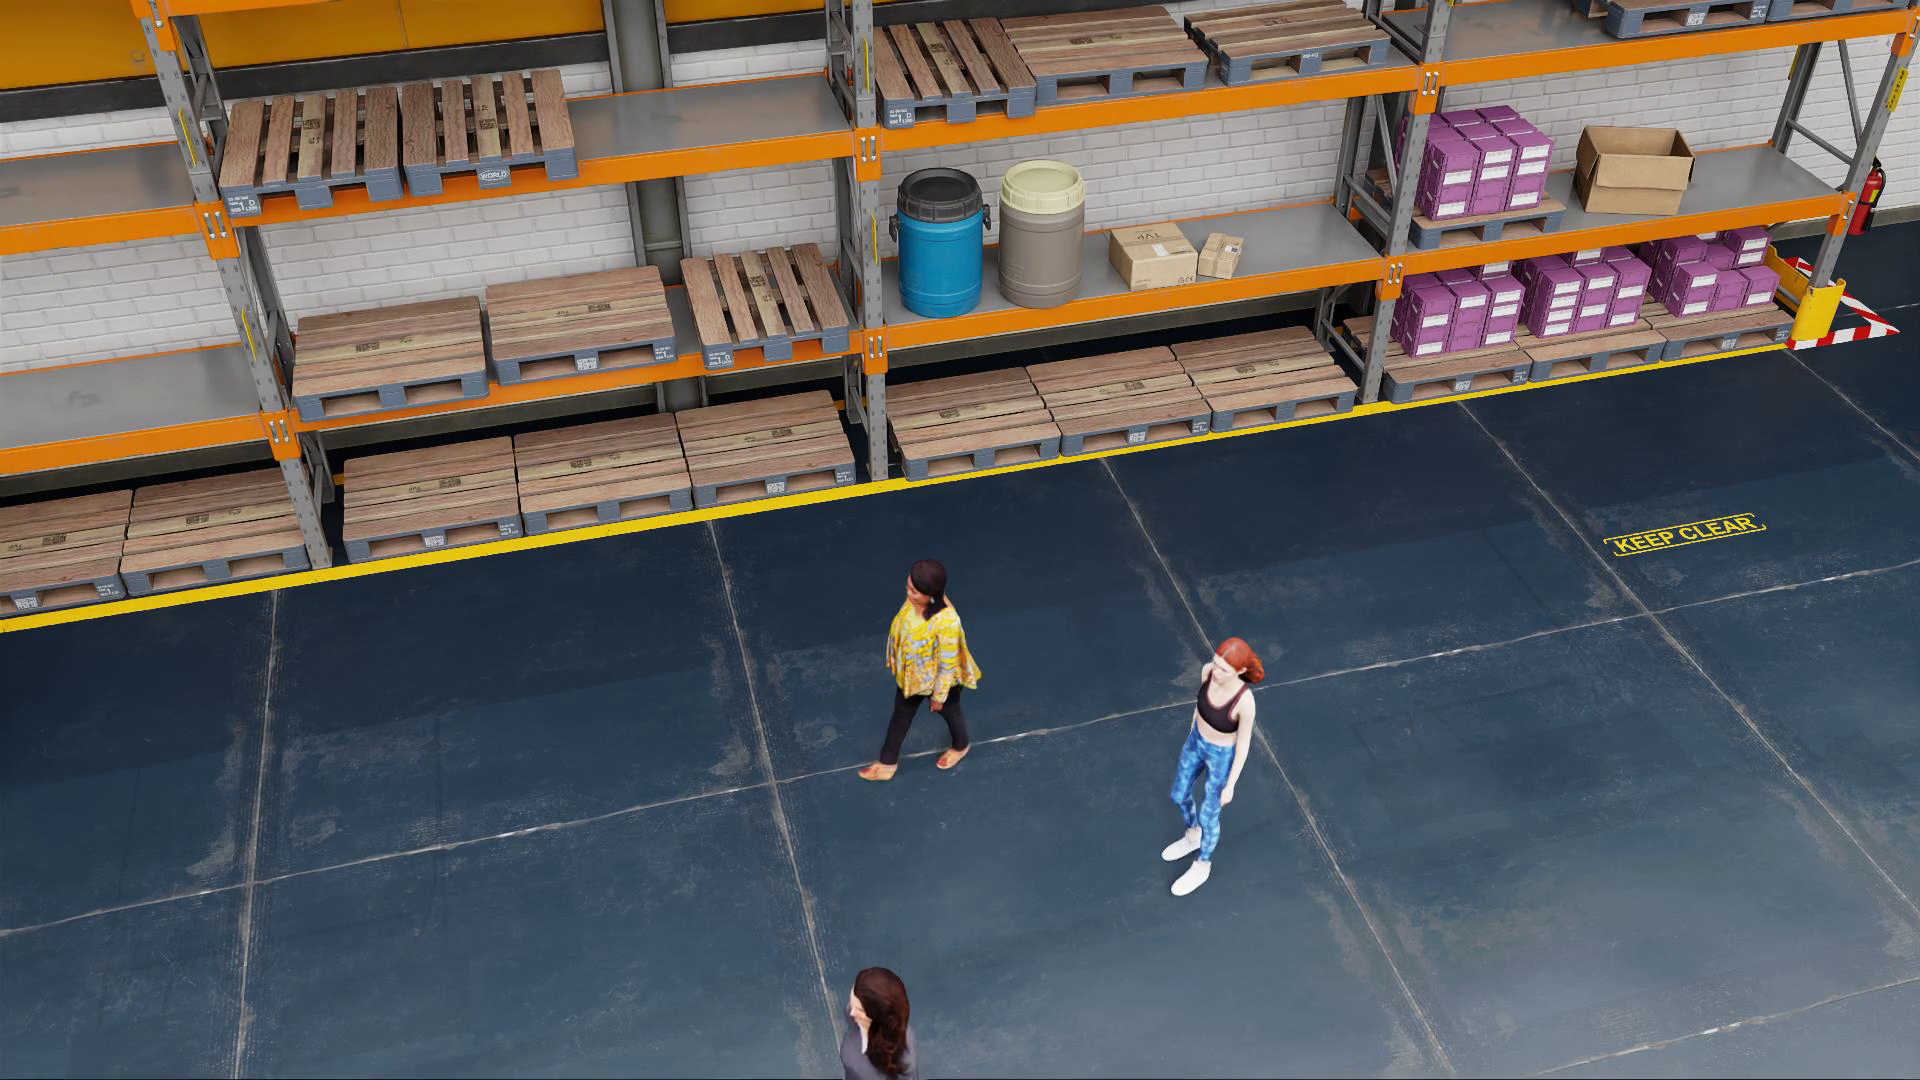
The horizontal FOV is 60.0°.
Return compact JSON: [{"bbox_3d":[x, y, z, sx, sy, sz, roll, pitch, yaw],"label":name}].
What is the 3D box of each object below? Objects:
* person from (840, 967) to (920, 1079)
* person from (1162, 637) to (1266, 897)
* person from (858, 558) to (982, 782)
[{"bbox_3d":[-0.271,2.470,7.384,0.974,1.746,1.124,29,47,31],"label":"person"},{"bbox_3d":[1.406,1.177,8.983,0.760,1.782,0.706,-21,43,-24],"label":"person"},{"bbox_3d":[-0.091,0.741,9.645,1.058,1.628,0.888,-24,44,-27],"label":"person"}]
